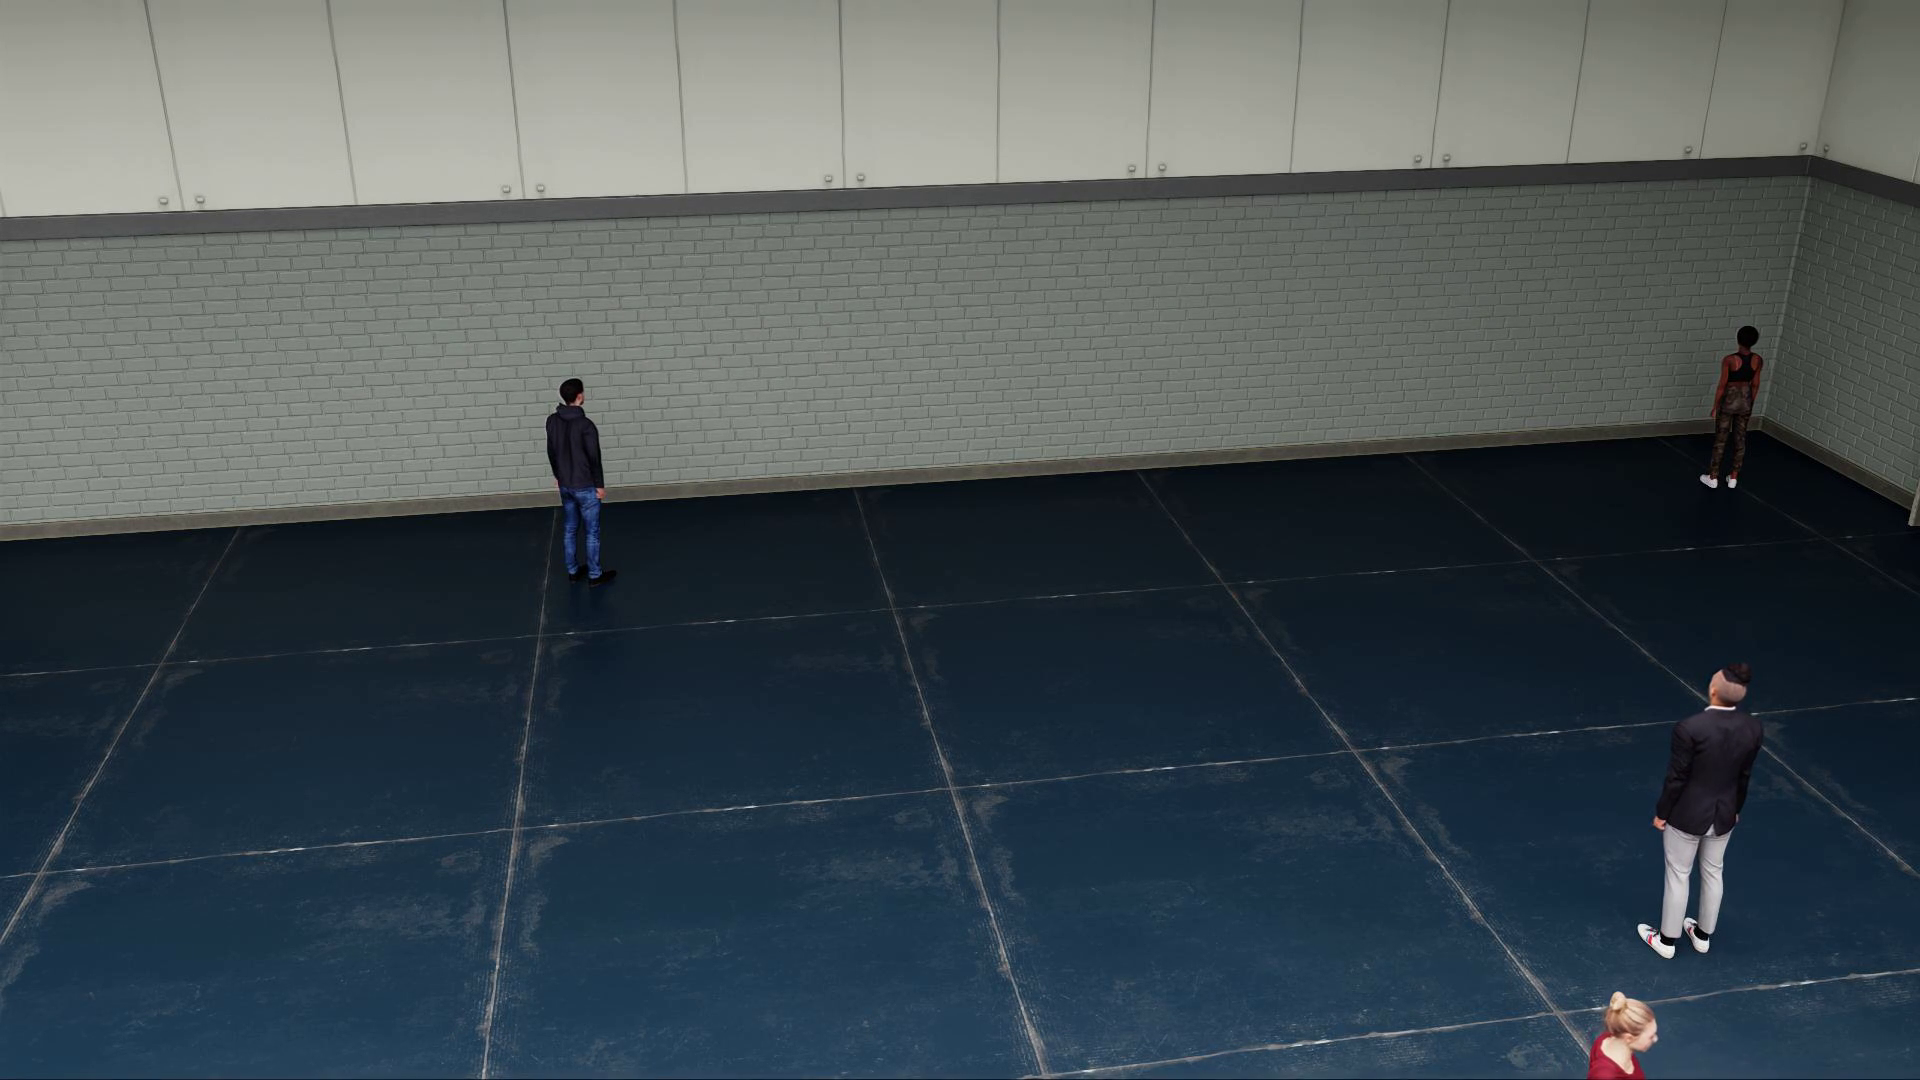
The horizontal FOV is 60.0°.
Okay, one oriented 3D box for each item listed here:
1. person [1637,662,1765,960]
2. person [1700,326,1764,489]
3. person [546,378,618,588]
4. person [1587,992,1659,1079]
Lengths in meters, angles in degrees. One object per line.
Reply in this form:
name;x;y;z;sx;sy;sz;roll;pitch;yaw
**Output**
person;4.345;1.558;9.708;0.693;1.950;0.577;-3;23;-8
person;7.864;-1.357;16.881;0.614;1.701;0.593;1;23;2
person;-3.365;-0.505;14.633;0.764;1.893;0.778;10;25;23
person;2.834;2.707;7.319;0.743;1.706;0.606;7;24;17
